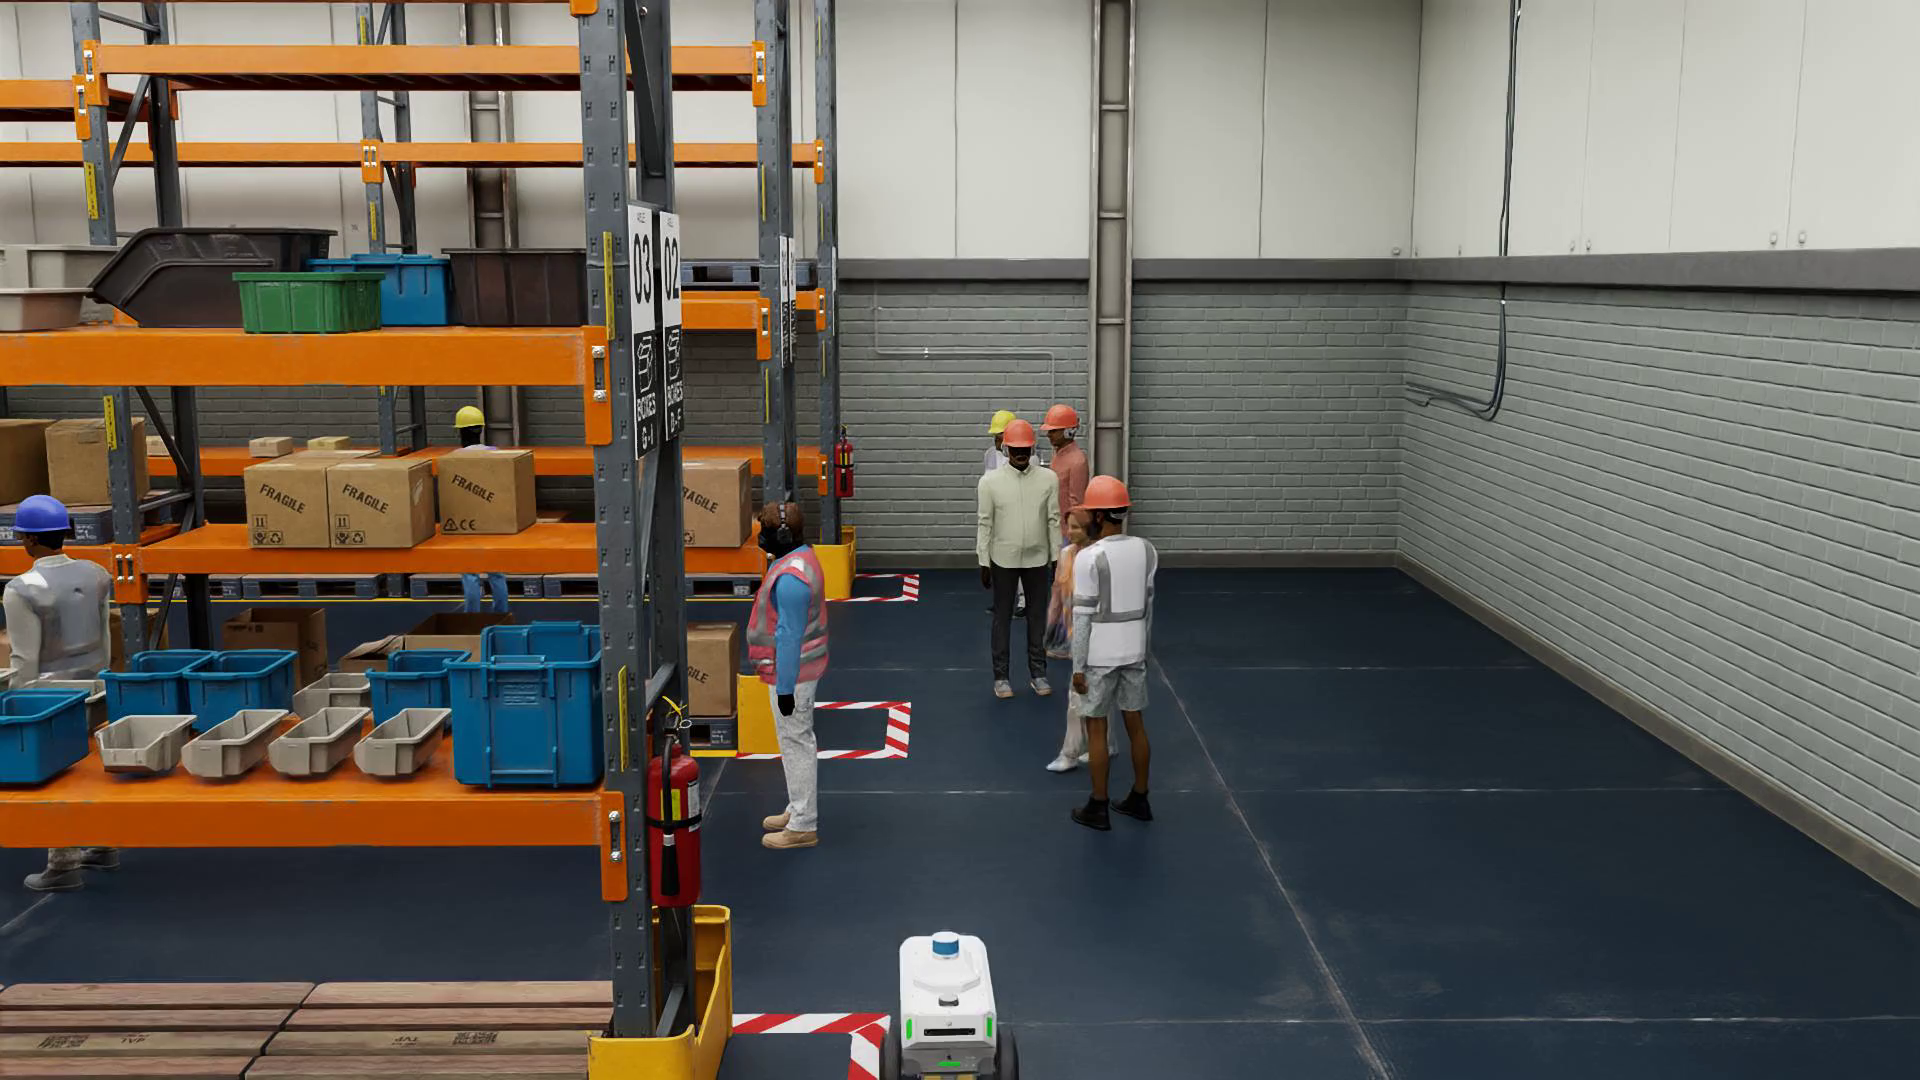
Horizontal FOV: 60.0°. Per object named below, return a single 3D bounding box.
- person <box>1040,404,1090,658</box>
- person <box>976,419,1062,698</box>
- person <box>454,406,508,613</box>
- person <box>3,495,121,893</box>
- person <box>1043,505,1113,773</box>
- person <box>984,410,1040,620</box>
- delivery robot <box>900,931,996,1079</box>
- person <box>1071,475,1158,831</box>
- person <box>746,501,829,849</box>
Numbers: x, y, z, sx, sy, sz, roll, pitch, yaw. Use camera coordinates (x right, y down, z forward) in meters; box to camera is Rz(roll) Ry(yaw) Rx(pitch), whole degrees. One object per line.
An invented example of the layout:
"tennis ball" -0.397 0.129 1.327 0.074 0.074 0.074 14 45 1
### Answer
"person" 0.814 -0.071 13.038 0.405 1.986 0.612 -2 10 -13
"person" 0.423 0.134 11.786 0.619 1.989 0.395 -2 9 -13
"person" -3.962 -0.136 13.633 0.388 1.918 0.586 8 12 41
"person" -4.399 0.745 8.141 0.388 1.947 0.613 2 10 13
"person" 0.685 0.595 10.059 0.713 1.609 0.547 -6 11 -31
"person" 0.421 -0.221 14.474 0.598 1.818 0.403 8 12 41
"delivery robot" -0.053 1.707 6.212 0.477 0.478 0.707 0 9 -3
"person" 0.808 0.611 9.050 0.550 1.924 0.385 -6 11 -33
"person" -0.907 0.701 8.779 0.430 1.835 0.619 0 9 -1
